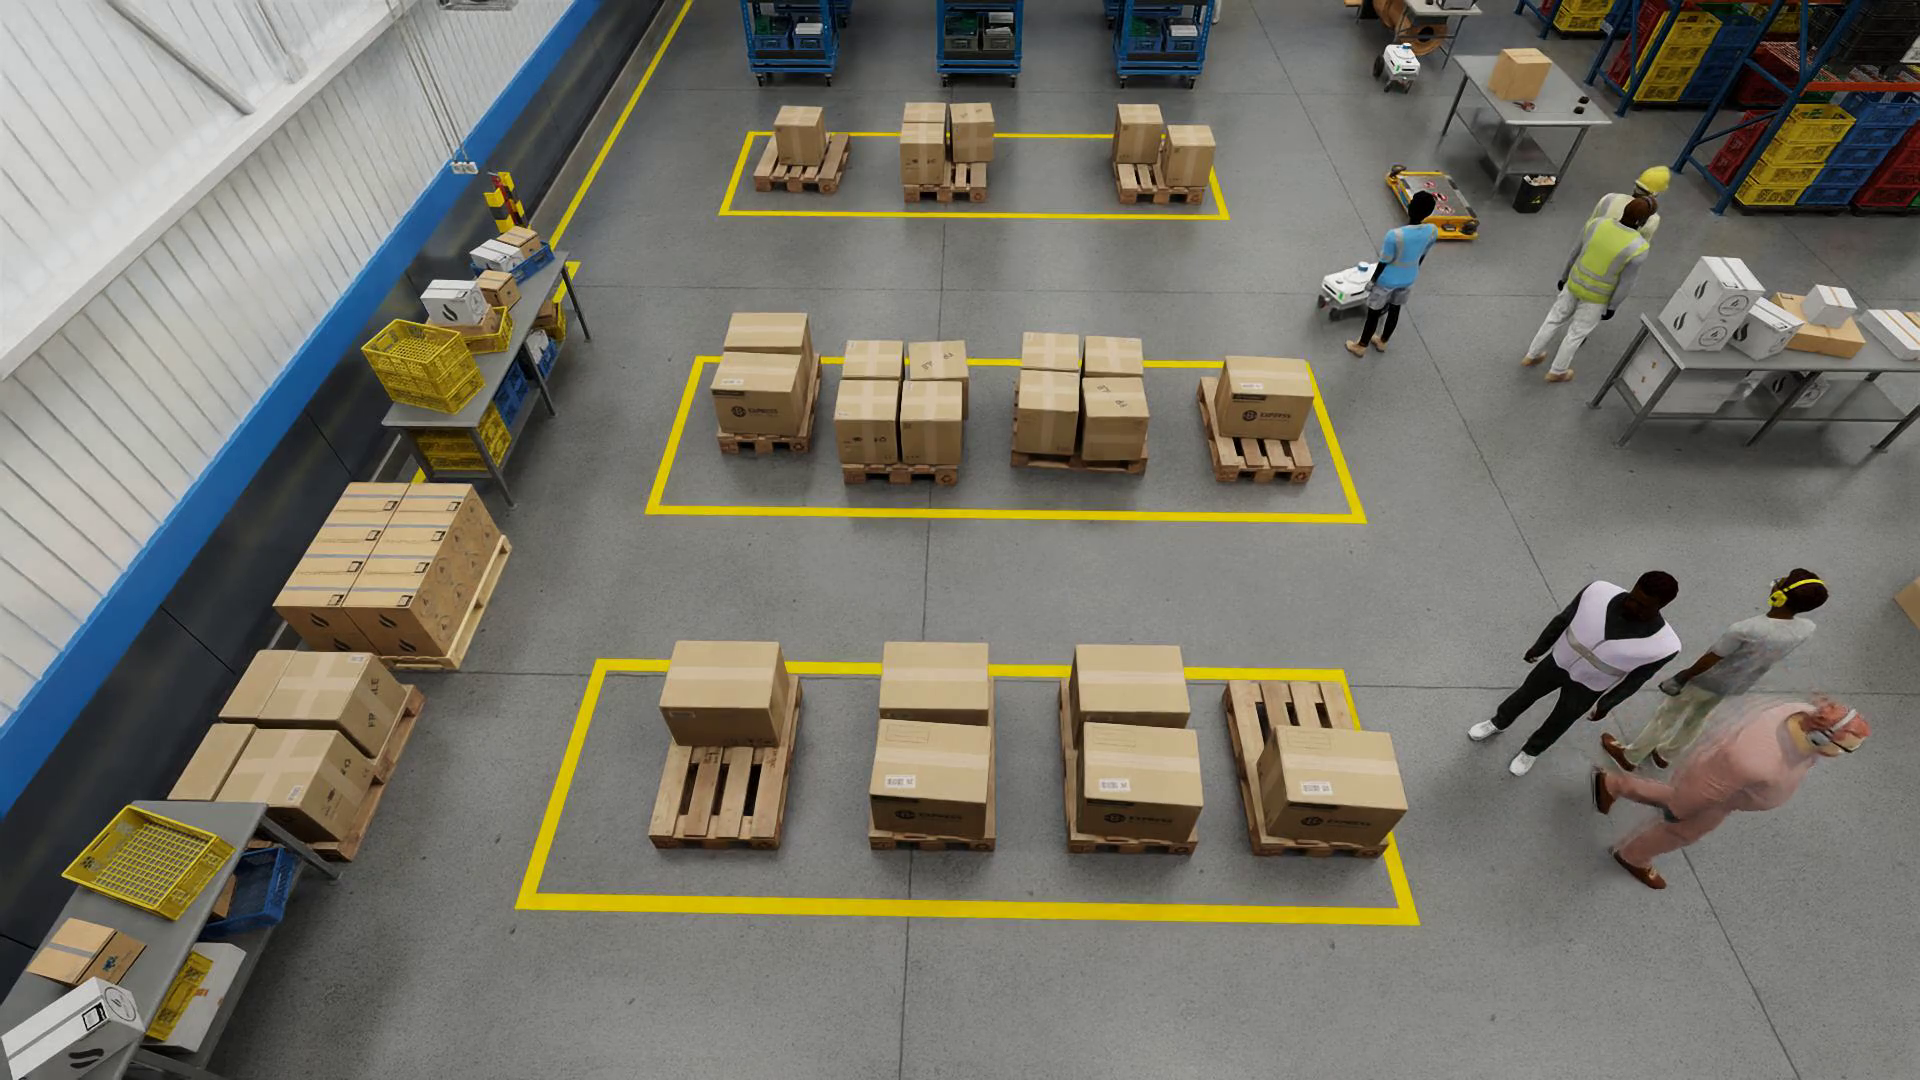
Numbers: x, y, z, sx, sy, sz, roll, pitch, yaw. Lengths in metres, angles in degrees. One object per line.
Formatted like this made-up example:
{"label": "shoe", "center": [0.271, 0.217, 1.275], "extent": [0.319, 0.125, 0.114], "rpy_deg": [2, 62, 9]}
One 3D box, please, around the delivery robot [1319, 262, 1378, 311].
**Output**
{"label": "delivery robot", "center": [4.144, -2.668, 9.578], "extent": [0.707, 0.478, 0.477], "rpy_deg": [-17, 51, -15]}

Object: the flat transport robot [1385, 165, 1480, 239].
{"label": "flat transport robot", "center": [5.692, -4.094, 11.059], "extent": [0.652, 0.197, 1.431], "rpy_deg": [1, 49, 1]}

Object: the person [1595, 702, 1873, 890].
{"label": "person", "center": [4.284, 1.362, 5.269], "extent": [0.670, 1.895, 0.608], "rpy_deg": [-29, 55, -23]}

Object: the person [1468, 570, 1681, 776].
{"label": "person", "center": [3.865, 0.821, 5.723], "extent": [0.391, 1.920, 0.593], "rpy_deg": [-26, 54, -21]}

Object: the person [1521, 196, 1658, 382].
{"label": "person", "center": [5.842, -2.312, 8.484], "extent": [0.429, 1.842, 0.637], "rpy_deg": [-19, 52, -16]}

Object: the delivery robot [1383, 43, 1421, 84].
{"label": "delivery robot", "center": [6.383, -6.916, 13.255], "extent": [0.477, 0.478, 0.707], "rpy_deg": [2, 49, 2]}

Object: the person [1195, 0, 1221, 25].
{"label": "person", "center": [4.026, -9.033, 14.435], "extent": [0.514, 1.638, 0.310], "rpy_deg": [5, 49, 5]}

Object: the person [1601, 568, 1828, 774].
{"label": "person", "center": [4.706, 0.866, 5.727], "extent": [0.515, 1.862, 0.356], "rpy_deg": [-3, 49, -3]}

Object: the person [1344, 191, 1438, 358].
{"label": "person", "center": [4.133, -2.499, 8.740], "extent": [0.533, 1.697, 0.322], "rpy_deg": [-11, 50, -10]}

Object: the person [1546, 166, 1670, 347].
{"label": "person", "center": [6.222, -2.715, 8.839], "extent": [0.403, 1.830, 0.600], "rpy_deg": [-23, 53, -19]}
